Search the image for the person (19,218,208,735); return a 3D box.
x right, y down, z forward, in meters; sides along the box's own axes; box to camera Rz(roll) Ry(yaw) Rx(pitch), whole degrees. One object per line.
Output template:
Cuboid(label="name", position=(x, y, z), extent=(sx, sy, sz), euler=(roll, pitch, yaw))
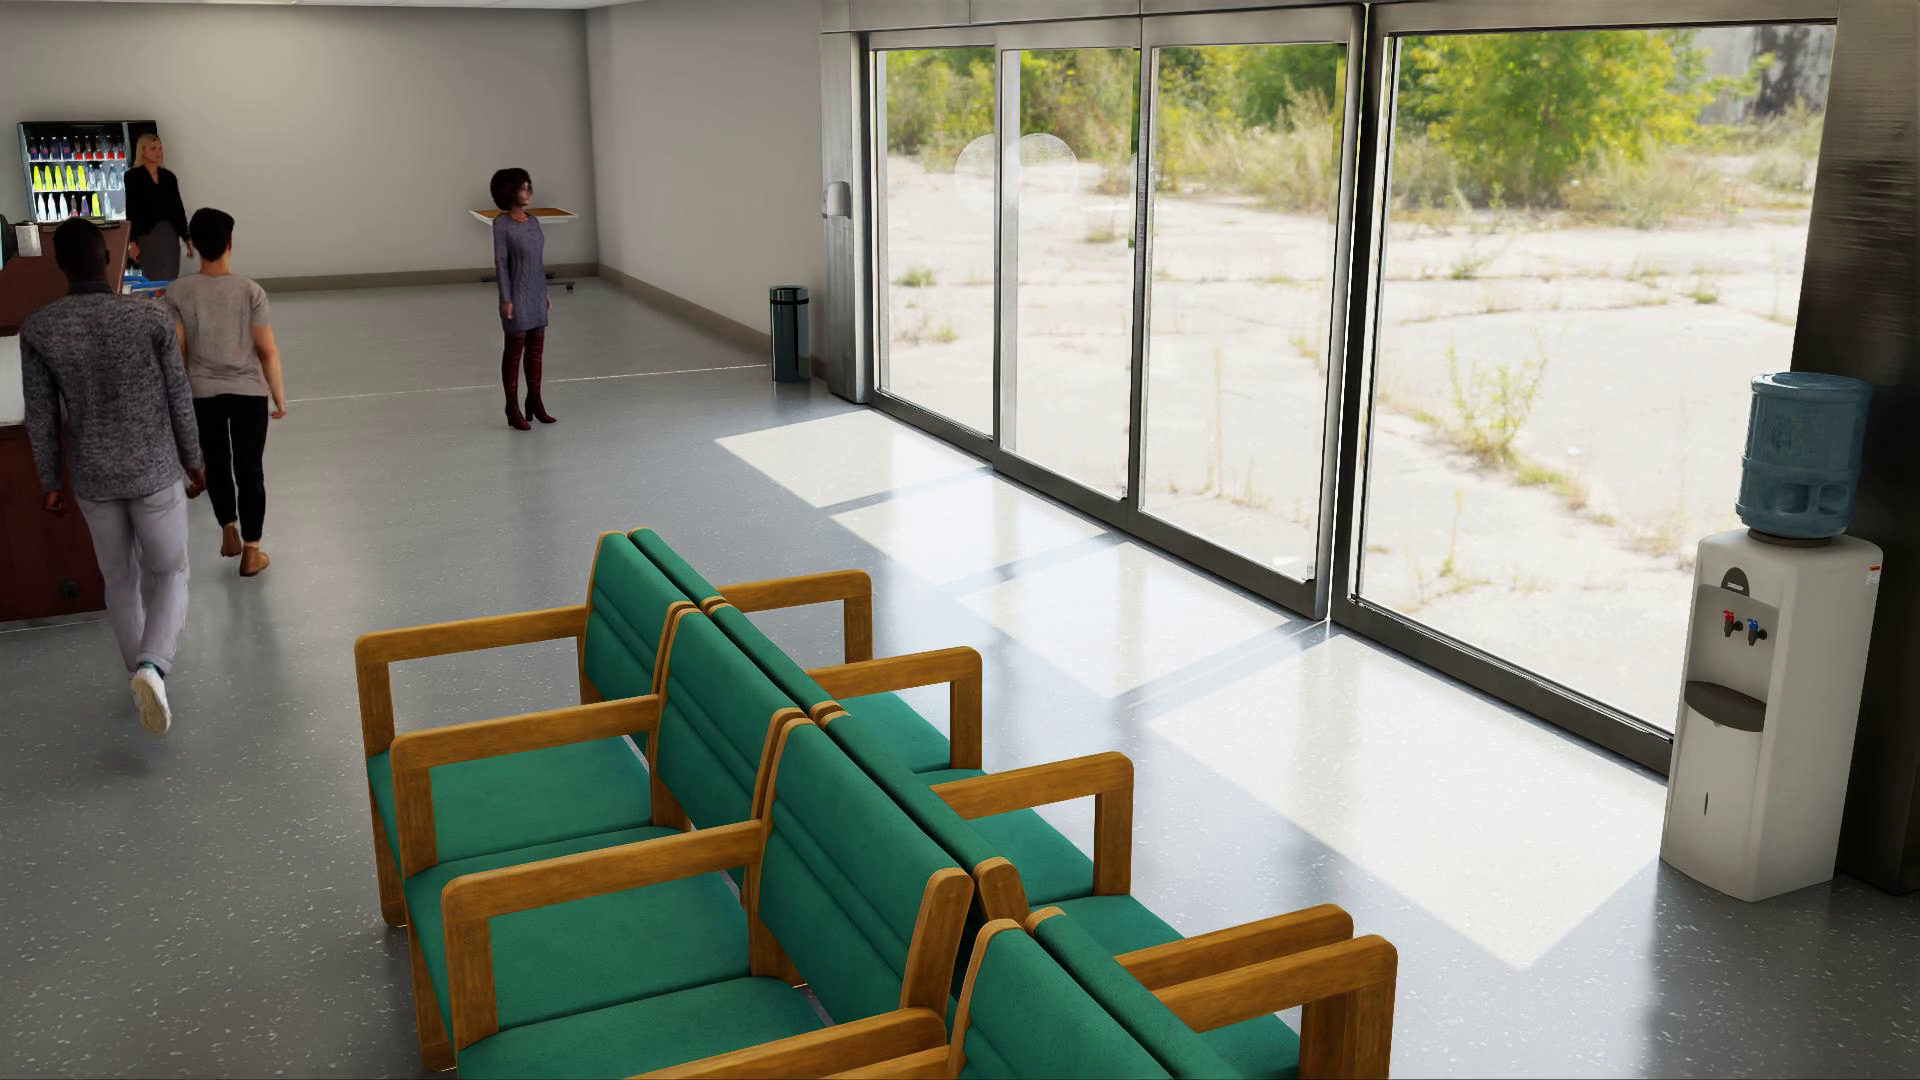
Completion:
Cuboid(label="person", position=(-2.958, -0.198, 5.883), extent=(0.980, 1.817, 0.845), euler=(-5, 16, -17))

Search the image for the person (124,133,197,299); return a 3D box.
Cuboid(label="person", position=(-6.540, -2.345, 13.471), extent=(0.844, 1.832, 0.768), euler=(10, 19, 32))

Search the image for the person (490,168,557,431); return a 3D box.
Cuboid(label="person", position=(-2.917, -1.608, 11.078), extent=(0.735, 1.711, 0.645), euler=(8, 18, 28))

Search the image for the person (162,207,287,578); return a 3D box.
Cuboid(label="person", position=(-3.418, -0.656, 7.708), extent=(0.632, 1.708, 0.744), euler=(-3, 16, -12))
